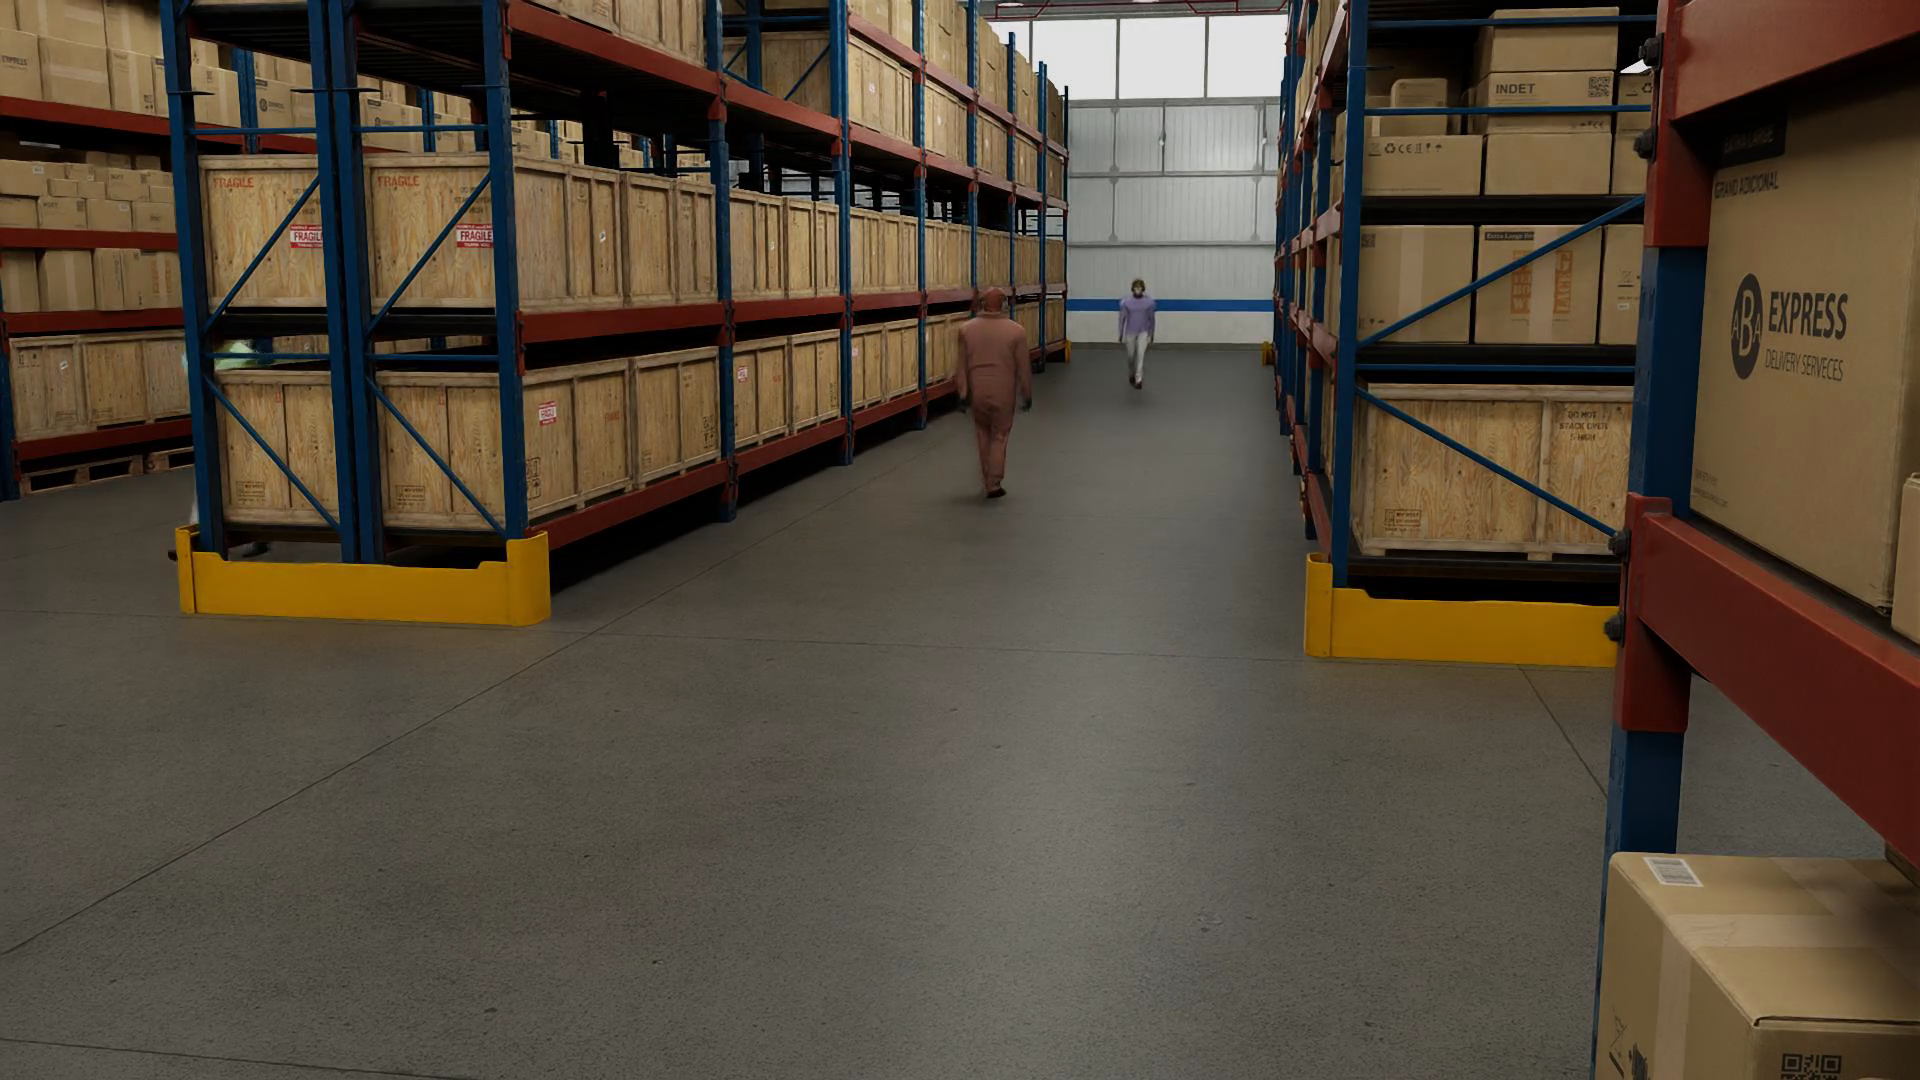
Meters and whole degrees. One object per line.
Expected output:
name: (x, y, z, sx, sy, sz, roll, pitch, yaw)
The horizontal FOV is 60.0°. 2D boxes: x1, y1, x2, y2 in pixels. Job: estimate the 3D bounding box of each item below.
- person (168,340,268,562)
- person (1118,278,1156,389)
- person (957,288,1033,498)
person: (-5.139, -0.728, 11.535, 0.592, 1.793, 0.955, 1, 9, 8)
person: (3.084, -3.598, 28.982, 0.642, 1.922, 0.754, 1, 9, 6)
person: (0.352, -1.348, 15.165, 0.662, 1.869, 0.907, 3, 10, 18)
